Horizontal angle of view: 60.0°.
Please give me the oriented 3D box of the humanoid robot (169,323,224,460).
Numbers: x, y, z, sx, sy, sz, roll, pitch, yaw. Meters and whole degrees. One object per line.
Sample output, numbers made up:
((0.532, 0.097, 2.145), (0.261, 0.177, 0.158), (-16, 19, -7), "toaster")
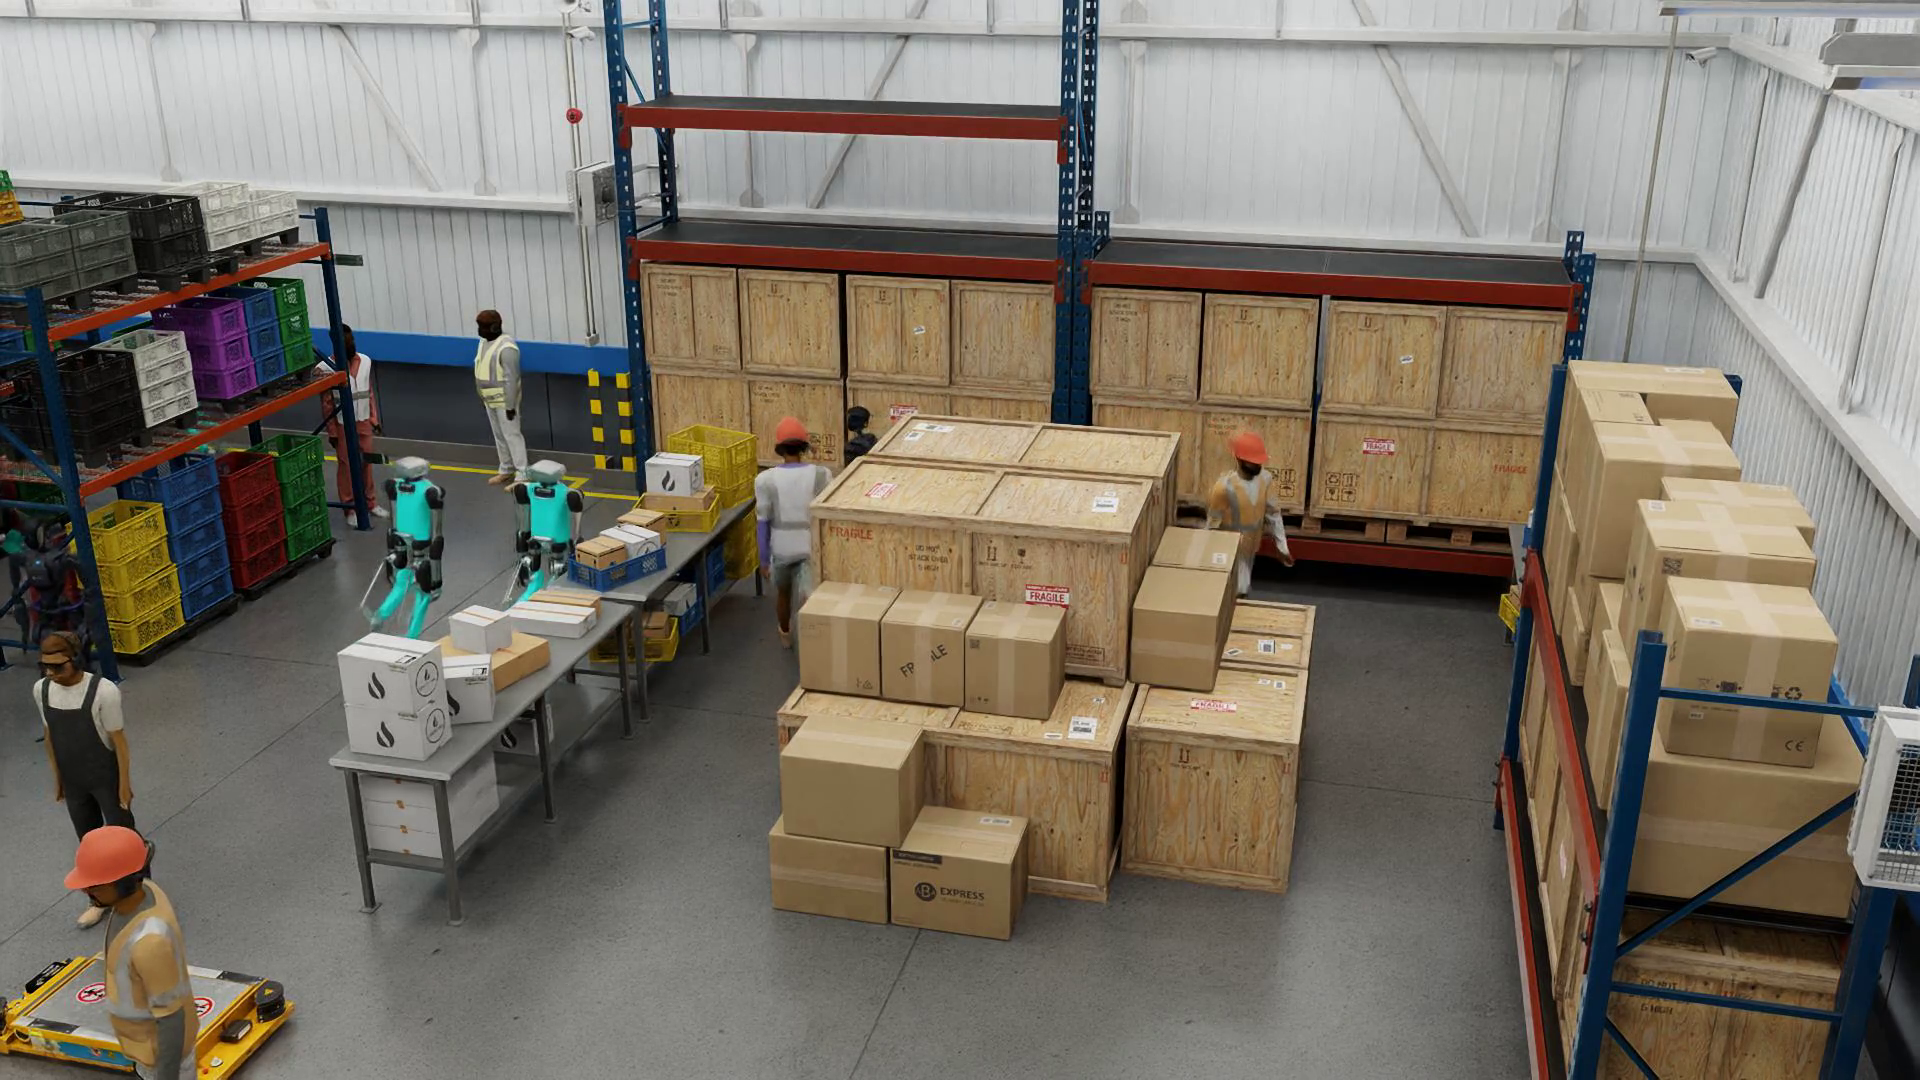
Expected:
((-7.509, -1.272, 16.385), (0.661, 1.845, 0.544), (4, 21, 12), "humanoid robot")

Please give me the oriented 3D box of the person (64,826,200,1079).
((-3.428, 2.110, 7.047), (0.376, 2.041, 0.612), (-14, 25, -32), "person")

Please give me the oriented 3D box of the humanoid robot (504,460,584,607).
((-3.080, 0.342, 12.167), (0.561, 1.769, 1.036), (5, 22, 14), "humanoid robot")

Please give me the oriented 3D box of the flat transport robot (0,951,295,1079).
((-4.270, 2.464, 8.601), (1.431, 0.231, 0.659), (5, 22, 13), "flat transport robot")

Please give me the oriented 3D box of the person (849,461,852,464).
((-0.688, 0.162, 12.577), (0.539, 1.719, 0.544), (-18, 27, -39), "person")

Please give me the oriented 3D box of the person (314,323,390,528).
((-5.699, -1.088, 15.580), (0.393, 1.921, 0.590), (12, 24, 28), "person")

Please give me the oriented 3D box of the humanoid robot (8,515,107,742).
((-6.243, 0.607, 11.527), (0.590, 1.636, 0.729), (-1, 21, -2), "humanoid robot")

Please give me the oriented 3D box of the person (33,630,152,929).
((-4.877, 1.345, 9.333), (0.498, 1.838, 0.348), (3, 21, 9), "person")

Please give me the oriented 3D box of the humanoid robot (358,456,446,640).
((-4.106, 0.372, 12.167), (0.543, 1.872, 0.808), (12, 24, 28), "humanoid robot")

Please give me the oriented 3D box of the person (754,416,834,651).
((-1.221, 0.053, 12.519), (0.612, 1.981, 1.074), (-3, 21, -9), "person")

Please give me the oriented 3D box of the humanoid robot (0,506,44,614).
((-7.710, -0.147, 13.535), (0.541, 1.898, 0.706), (17, 26, 37), "humanoid robot")

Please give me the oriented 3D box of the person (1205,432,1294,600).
((2.157, 0.078, 12.586), (0.554, 1.876, 1.019), (-14, 25, -33), "person")

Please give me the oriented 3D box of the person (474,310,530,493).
((-4.563, -1.384, 16.486), (0.431, 1.834, 0.619), (-17, 27, -38), "person")

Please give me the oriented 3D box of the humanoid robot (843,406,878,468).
((-0.774, -0.301, 13.873), (0.414, 1.640, 0.602), (9, 23, 22), "humanoid robot")
